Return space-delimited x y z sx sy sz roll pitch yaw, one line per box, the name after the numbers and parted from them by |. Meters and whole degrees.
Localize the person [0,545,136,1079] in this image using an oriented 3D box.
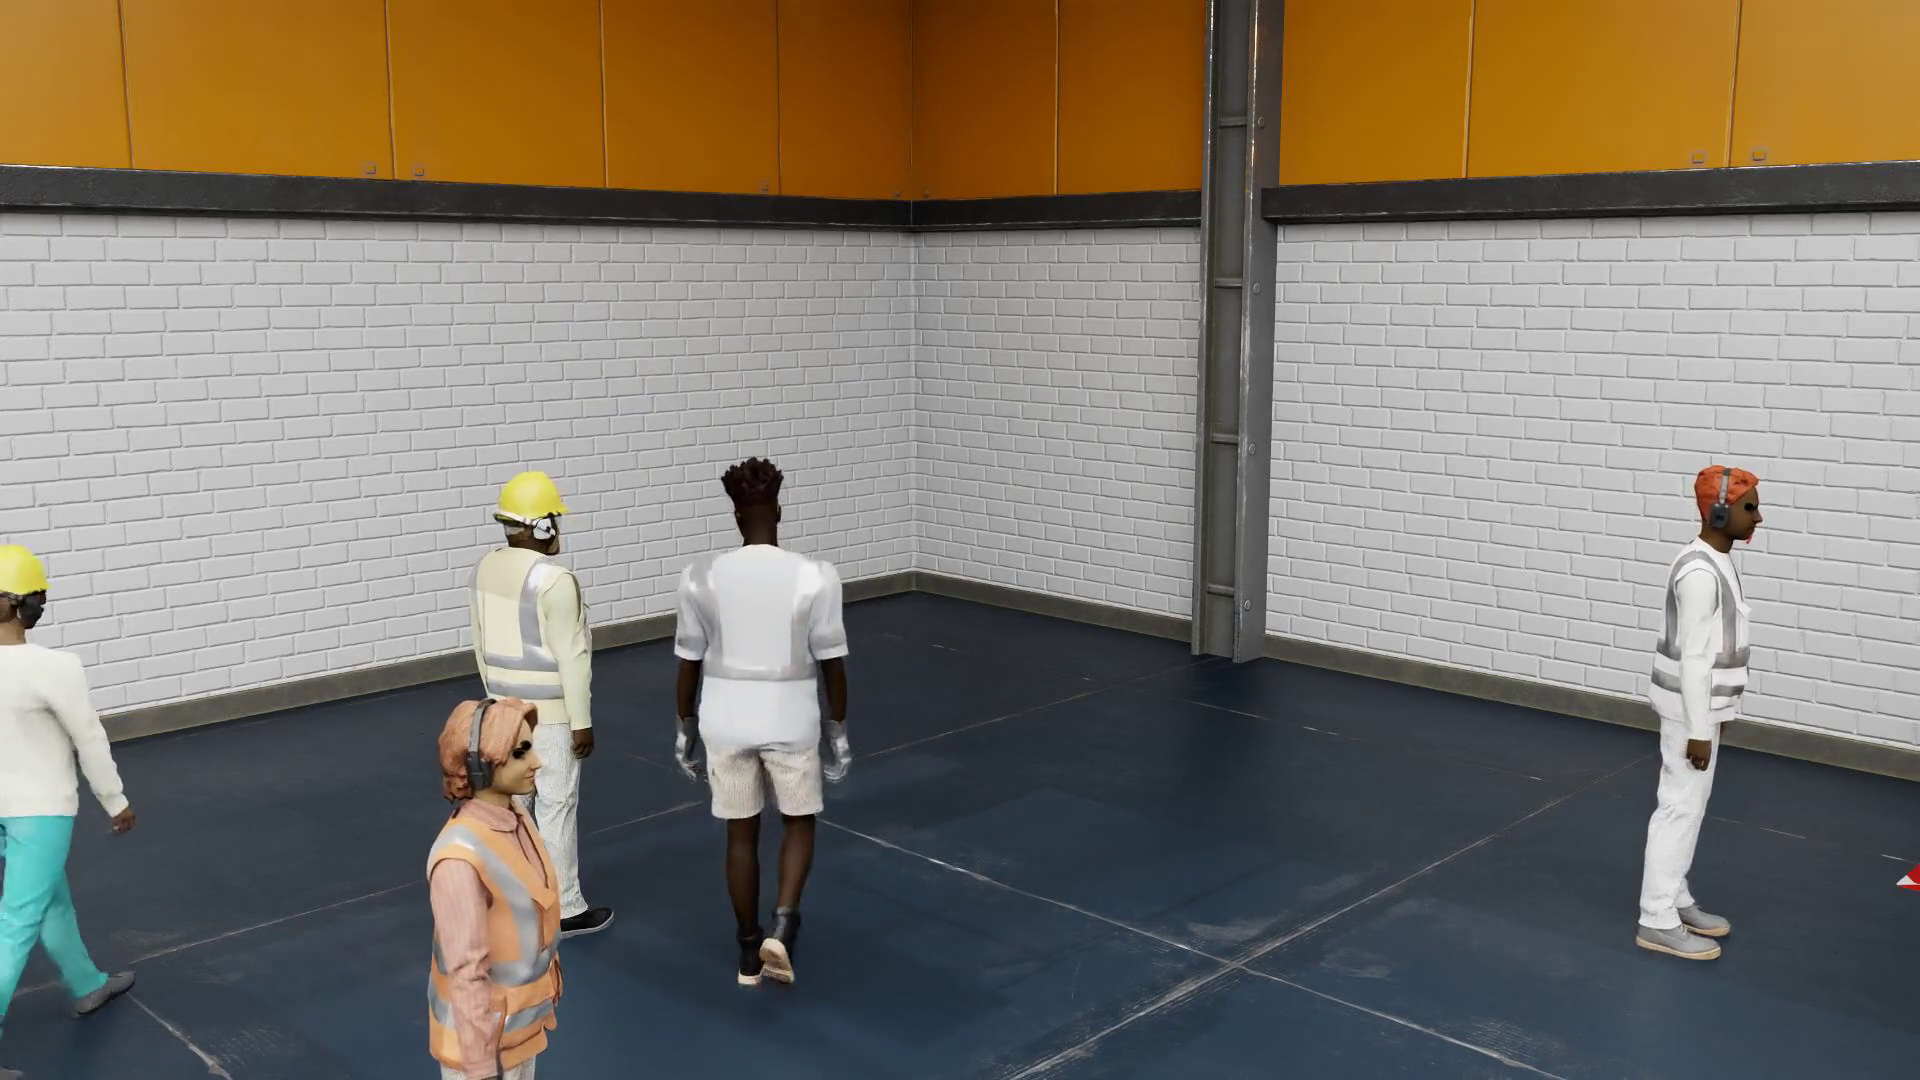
-3.063 0.876 5.444 0.527 1.722 0.920 3 10 17 | person

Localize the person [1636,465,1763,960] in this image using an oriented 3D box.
2.823 0.649 6.361 0.343 1.877 0.566 5 11 28 | person

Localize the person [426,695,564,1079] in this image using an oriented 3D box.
-1.076 1.167 3.878 0.311 1.642 0.512 0 9 -3 | person

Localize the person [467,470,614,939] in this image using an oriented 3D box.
-1.638 0.642 6.508 0.590 1.835 0.404 7 11 36 | person

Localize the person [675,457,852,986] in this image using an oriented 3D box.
-0.720 0.674 5.988 0.644 1.937 0.526 0 9 -1 | person
